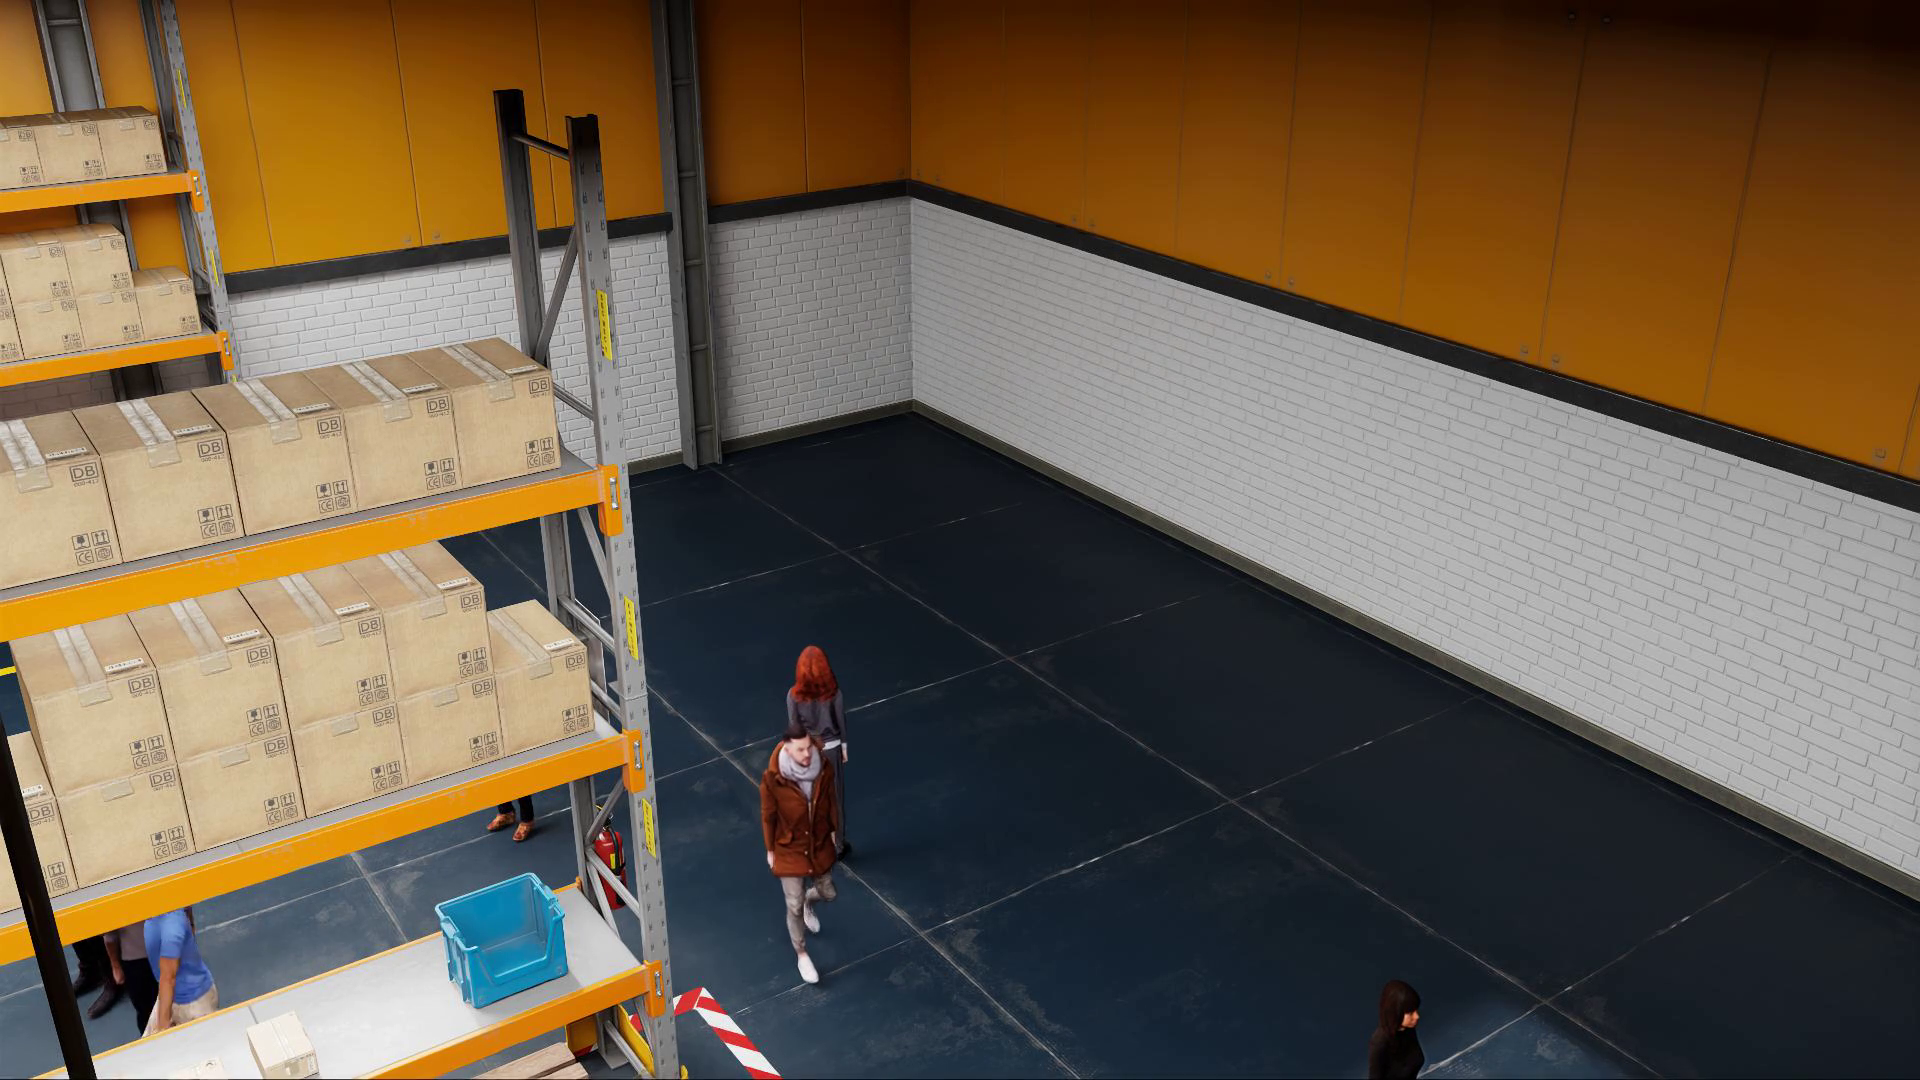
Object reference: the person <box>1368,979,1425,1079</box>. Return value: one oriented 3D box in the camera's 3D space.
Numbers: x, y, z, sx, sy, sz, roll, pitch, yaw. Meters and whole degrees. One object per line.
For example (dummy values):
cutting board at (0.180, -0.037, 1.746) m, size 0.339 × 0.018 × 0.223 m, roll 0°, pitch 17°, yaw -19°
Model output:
person at (2.298, 3.071, 9.037) m, size 0.676 × 1.642 × 0.518 m, roll 19°, pitch 30°, yaw 36°

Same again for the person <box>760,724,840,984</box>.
person at (-1.083, 2.038, 11.175) m, size 0.858 × 1.823 × 0.808 m, roll -13°, pitch 27°, yaw -28°

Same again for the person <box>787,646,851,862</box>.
person at (-1.042, 1.587, 12.259) m, size 0.607 × 1.782 × 0.717 m, roll -1°, pitch 24°, yaw -3°
